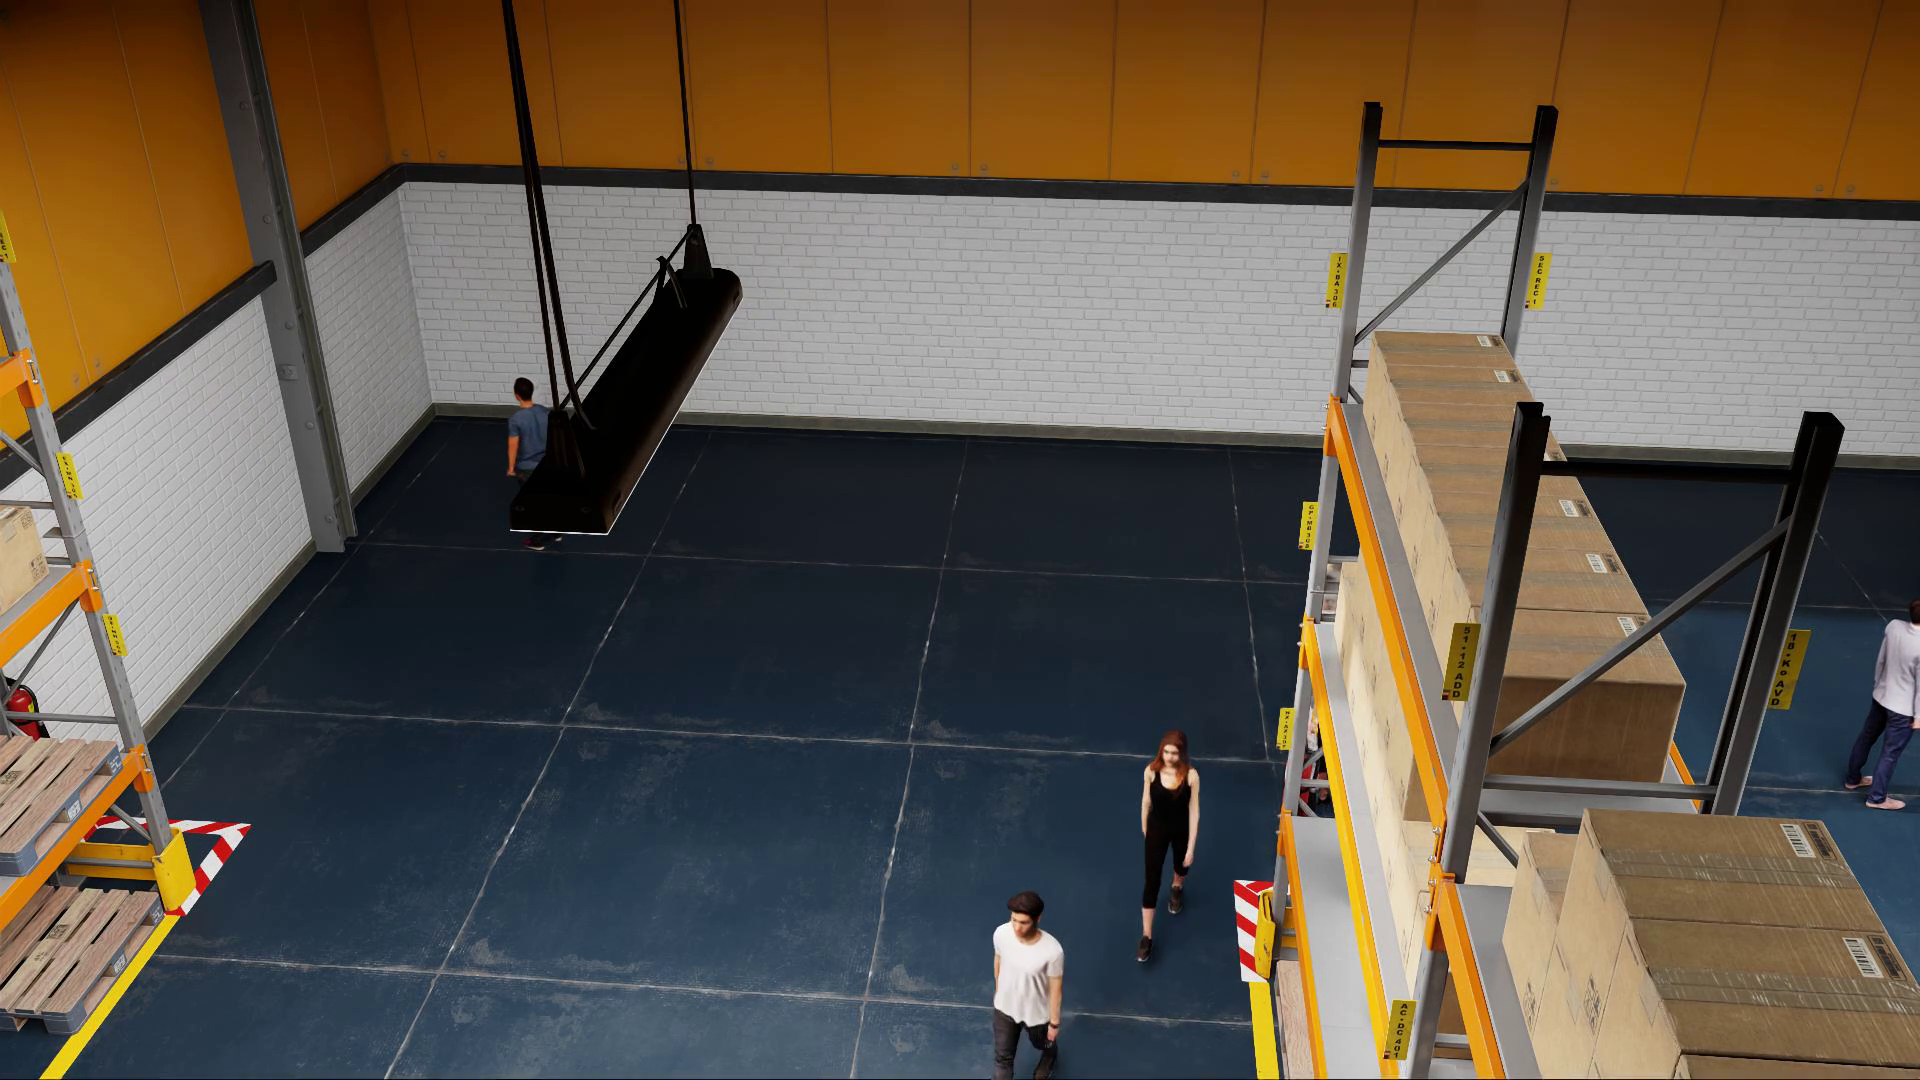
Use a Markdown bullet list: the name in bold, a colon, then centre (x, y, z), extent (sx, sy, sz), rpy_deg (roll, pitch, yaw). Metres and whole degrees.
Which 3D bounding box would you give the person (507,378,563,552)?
- **person**: centre (-4.261, -0.769, 16.673), extent (0.798, 1.805, 0.678), rpy_deg (20, 34, 32)

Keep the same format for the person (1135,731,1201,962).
- **person**: centre (1.511, 2.025, 11.680), extent (0.706, 1.682, 1.162), rpy_deg (7, 29, 13)

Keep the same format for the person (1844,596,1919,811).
- **person**: centre (7.294, 1.235, 12.950), extent (0.798, 1.853, 0.621), rpy_deg (-5, 29, -10)

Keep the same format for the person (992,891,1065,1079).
- **person**: centre (0.445, 2.812, 10.233), extent (0.898, 1.686, 1.163), rpy_deg (14, 31, 23)
